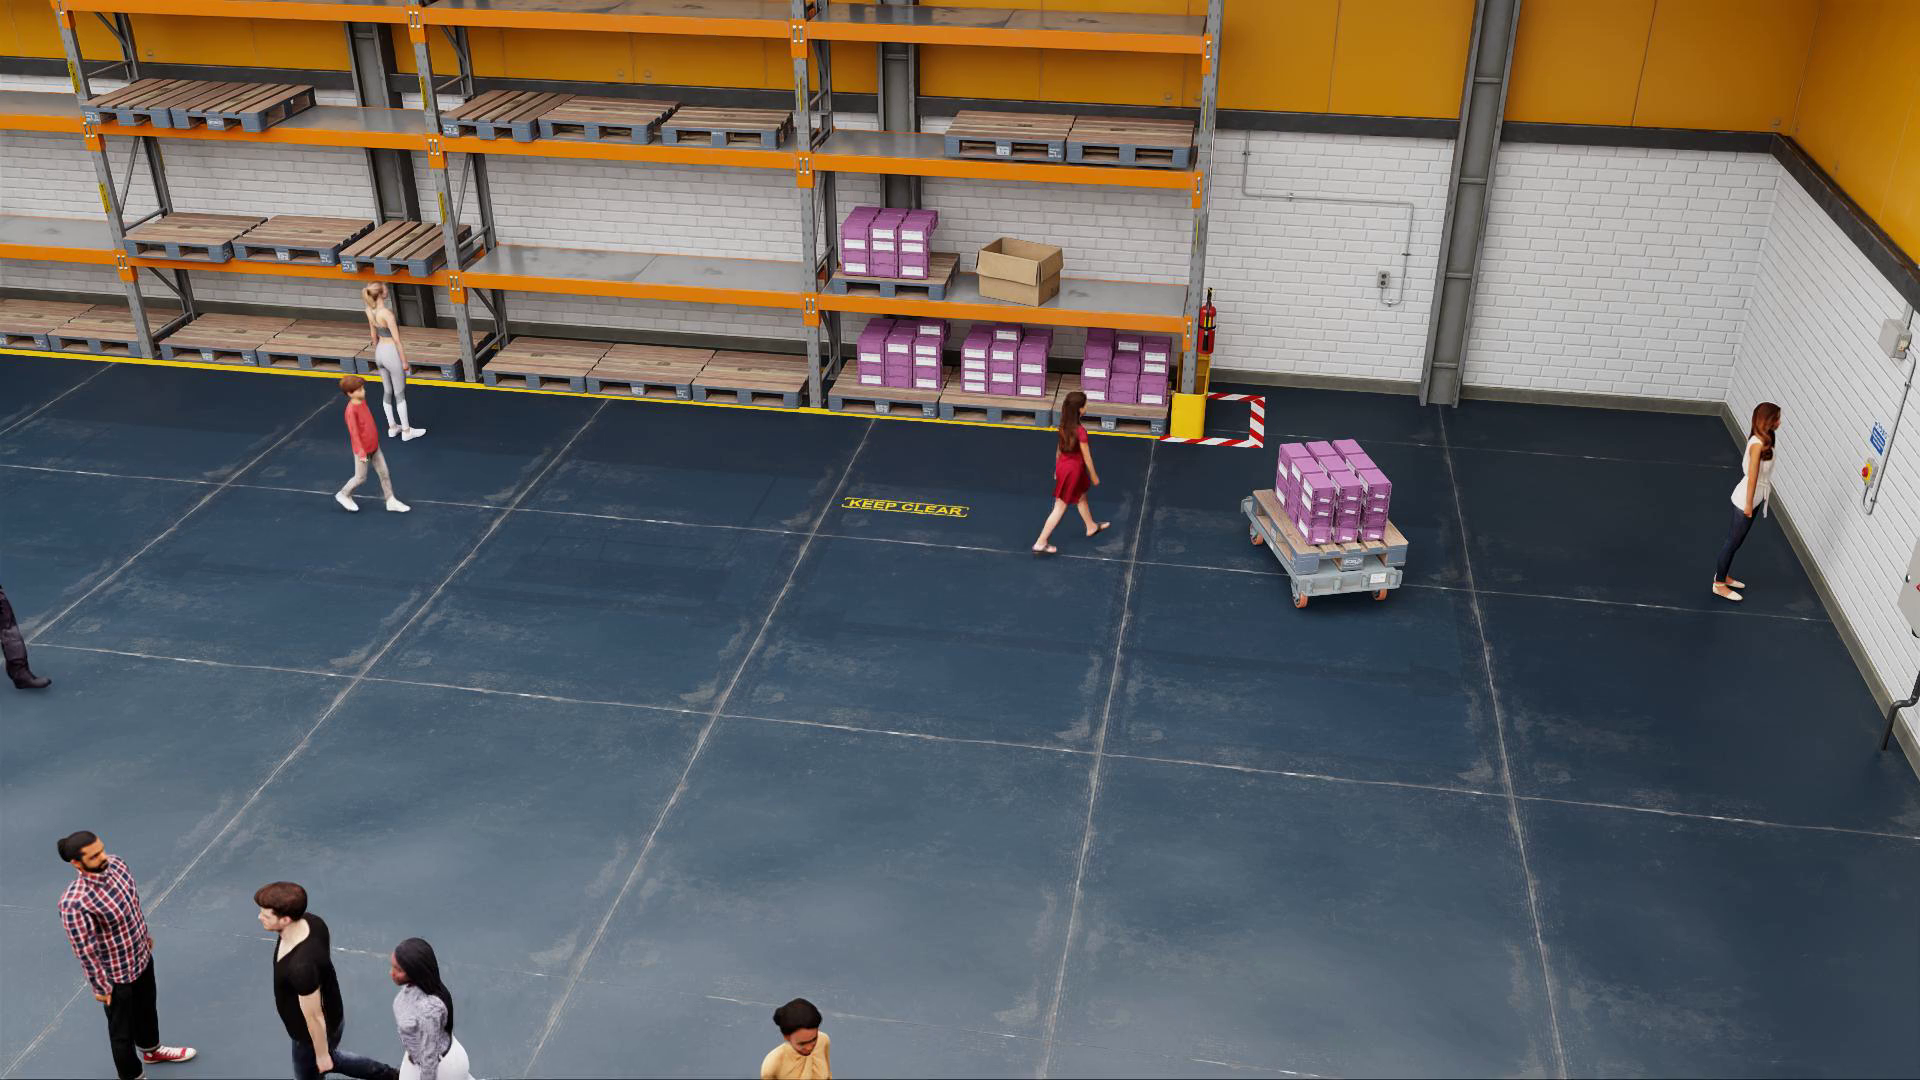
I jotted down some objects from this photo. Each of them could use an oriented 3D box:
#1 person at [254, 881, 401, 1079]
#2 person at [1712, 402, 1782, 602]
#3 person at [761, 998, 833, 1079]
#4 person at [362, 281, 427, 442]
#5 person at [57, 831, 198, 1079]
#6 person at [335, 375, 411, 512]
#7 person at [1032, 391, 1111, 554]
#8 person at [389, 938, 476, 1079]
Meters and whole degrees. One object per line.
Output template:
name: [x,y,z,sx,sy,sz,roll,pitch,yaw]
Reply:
person: [-3.341,2.544,8.847,1.158,1.882,0.971,-9,30,-16]
person: [6.742,-0.353,14.259,0.647,1.785,0.655,17,33,28]
person: [-0.796,2.947,8.345,0.666,1.654,0.709,-23,36,-36]
person: [-5.864,-1.853,17.094,0.604,1.703,0.709,18,33,29]
person: [-4.722,2.350,9.328,0.623,1.760,0.717,2,29,3]
person: [-5.659,-0.879,15.628,0.908,1.396,0.517,5,29,8]
person: [0.945,-0.571,14.942,1.129,1.512,0.974,-15,32,-25]
person: [-2.640,2.744,8.694,1.199,1.676,1.133,-18,33,-29]
